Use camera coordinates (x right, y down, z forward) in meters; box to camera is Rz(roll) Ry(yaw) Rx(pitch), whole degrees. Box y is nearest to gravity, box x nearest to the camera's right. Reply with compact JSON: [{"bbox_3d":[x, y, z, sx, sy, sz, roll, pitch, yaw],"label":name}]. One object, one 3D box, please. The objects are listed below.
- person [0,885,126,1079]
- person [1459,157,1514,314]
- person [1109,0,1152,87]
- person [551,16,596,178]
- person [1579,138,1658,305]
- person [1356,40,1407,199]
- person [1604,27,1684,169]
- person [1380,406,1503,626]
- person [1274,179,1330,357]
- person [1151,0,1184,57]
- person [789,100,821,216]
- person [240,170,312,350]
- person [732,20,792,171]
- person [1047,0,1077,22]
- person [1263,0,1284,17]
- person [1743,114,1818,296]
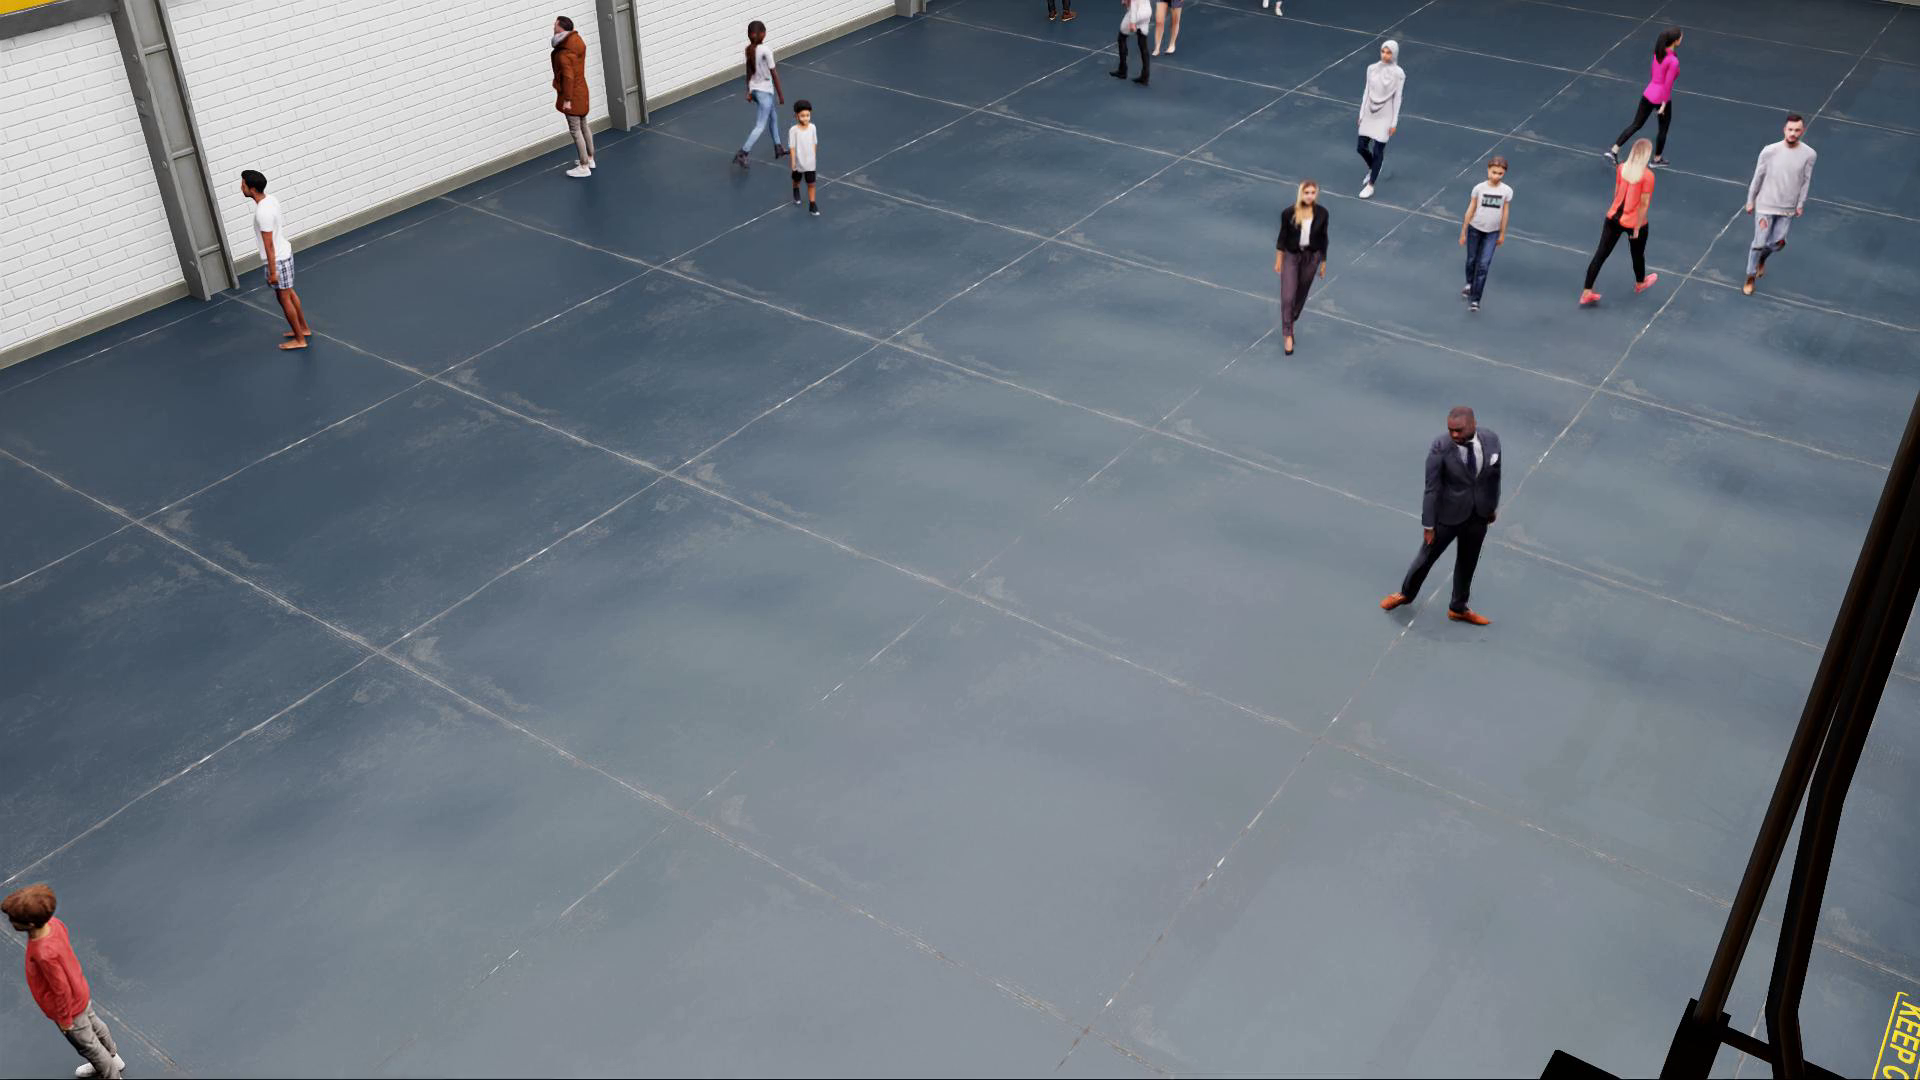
[{"bbox_3d":[-4.526,2.302,8.434,0.610,1.416,0.593,-15,36,-21],"label":"person"},{"bbox_3d":[5.170,-3.062,16.414,0.754,1.515,1.111,12,35,17],"label":"person"},{"bbox_3d":[2.426,-6.867,21.897,0.773,1.783,0.814,27,42,34],"label":"person"},{"bbox_3d":[-4.460,-5.141,19.250,0.884,1.838,0.785,5,34,7],"label":"person"},{"bbox_3d":[6.450,-3.071,16.317,1.217,1.637,0.900,-19,38,-26],"label":"person"},{"bbox_3d":[4.752,-4.759,18.737,0.643,1.770,0.706,25,41,33],"label":"person"},{"bbox_3d":[8.012,-5.112,19.361,1.146,1.667,0.979,-12,35,-17],"label":"person"},{"bbox_3d":[3.588,-0.177,11.820,0.947,1.796,1.020,-15,36,-21],"label":"person"},{"bbox_3d":[3.177,-2.621,15.627,0.891,1.651,0.989,-1,34,-1],"label":"person"},{"bbox_3d":[2.955,-7.577,23.105,0.730,1.628,0.930,12,36,18],"label":"person"},{"bbox_3d":[-1.761,-4.280,18.492,0.855,1.244,0.861,-10,35,-14],"label":"person"},{"bbox_3d":[-6.396,-2.637,15.584,0.738,1.727,0.696,-8,35,-12],"label":"person"},{"bbox_3d":[-2.376,-5.148,19.402,1.190,1.682,0.762,-27,42,-34],"label":"person"},{"bbox_3d":[1.482,-8.602,24.430,0.689,1.868,0.625,15,36,21],"label":"person"},{"bbox_3d":[4.723,-8.623,24.829,0.903,1.460,1.011,-2,34,-3],"label":"person"},{"bbox_3d":[8.140,-3.375,16.606,0.822,1.823,0.900,10,35,14],"label":"person"}]
